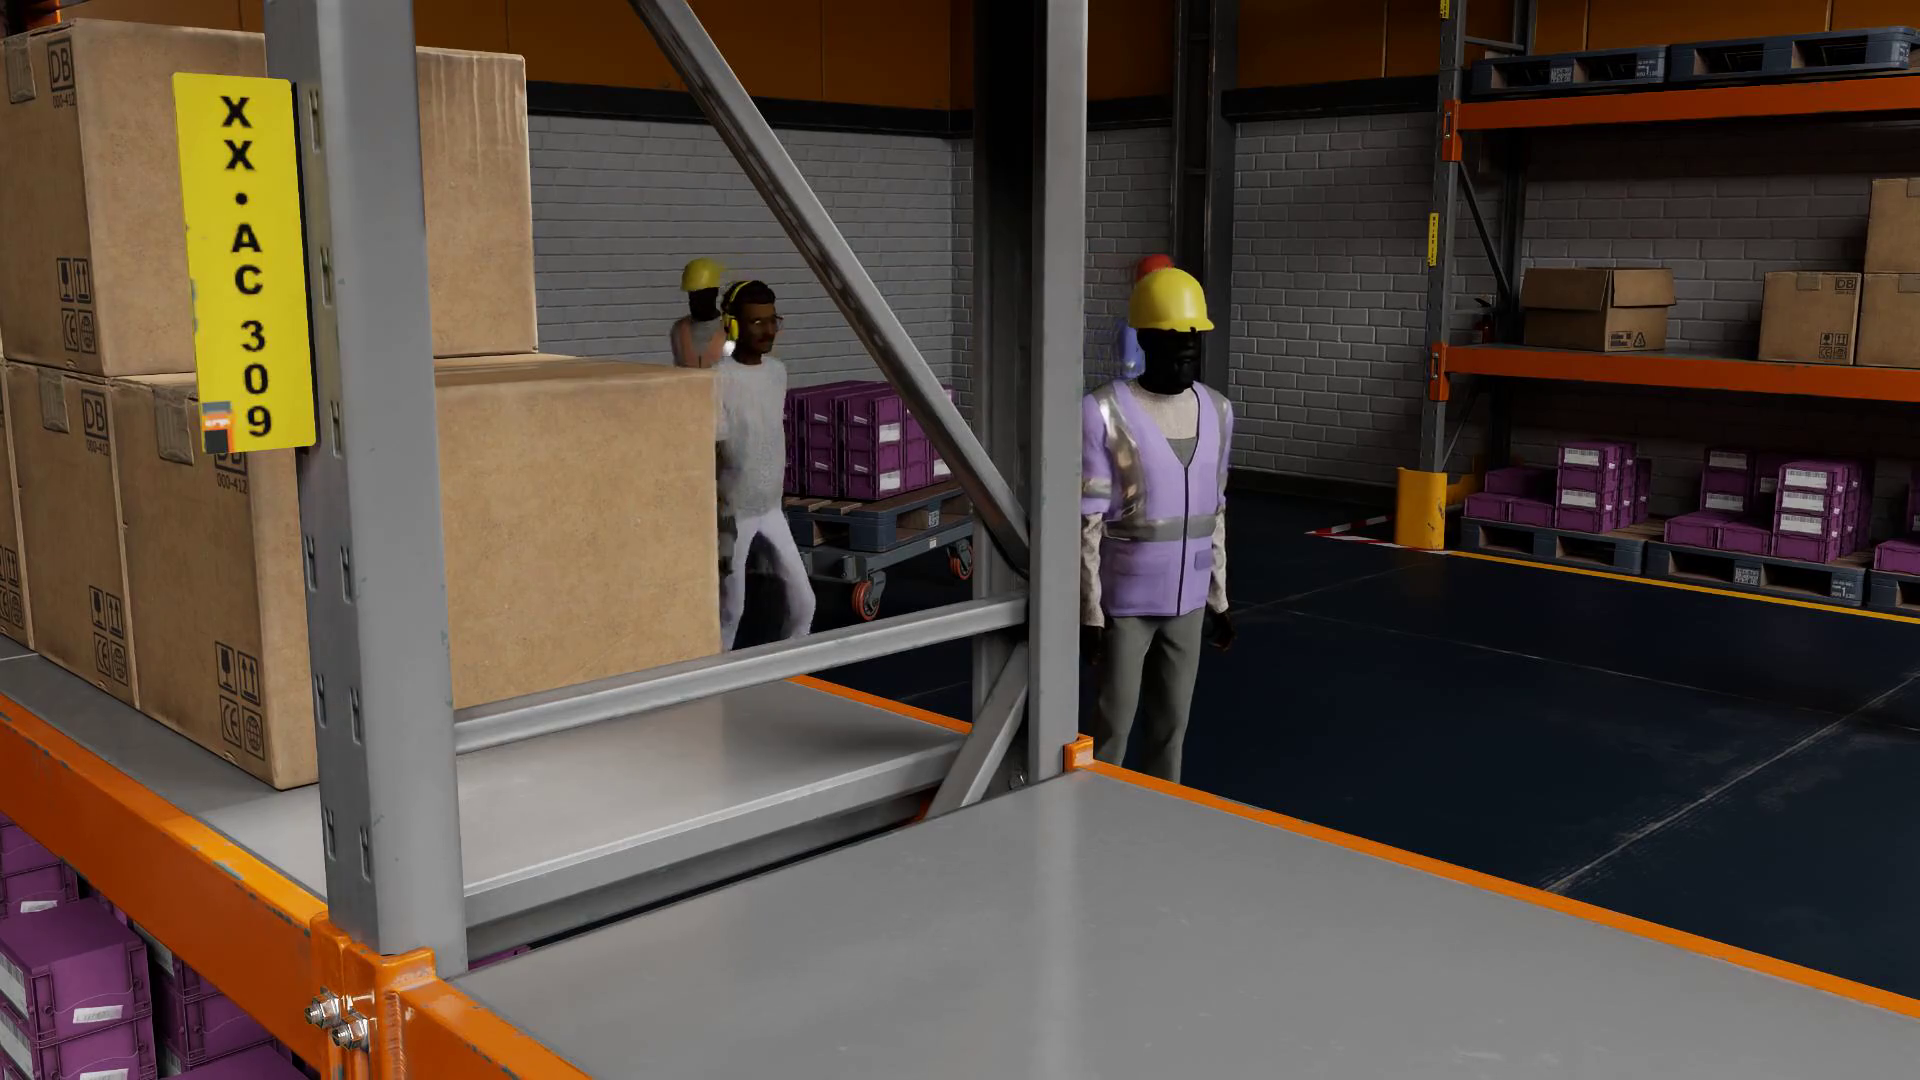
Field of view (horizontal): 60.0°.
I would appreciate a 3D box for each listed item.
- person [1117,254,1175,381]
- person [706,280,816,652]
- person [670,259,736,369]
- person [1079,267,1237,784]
[{"bbox_3d":[1.074,-0.777,10.113,0.775,1.918,0.545,6,12,29],"label":"person"},{"bbox_3d":[-0.766,-0.081,6.503,0.716,1.839,0.564,8,13,36],"label":"person"},{"bbox_3d":[-1.494,-0.723,9.925,0.612,1.873,0.980,4,11,20],"label":"person"},{"bbox_3d":[0.586,0.162,4.966,0.585,1.929,0.377,-6,12,-31],"label":"person"}]
